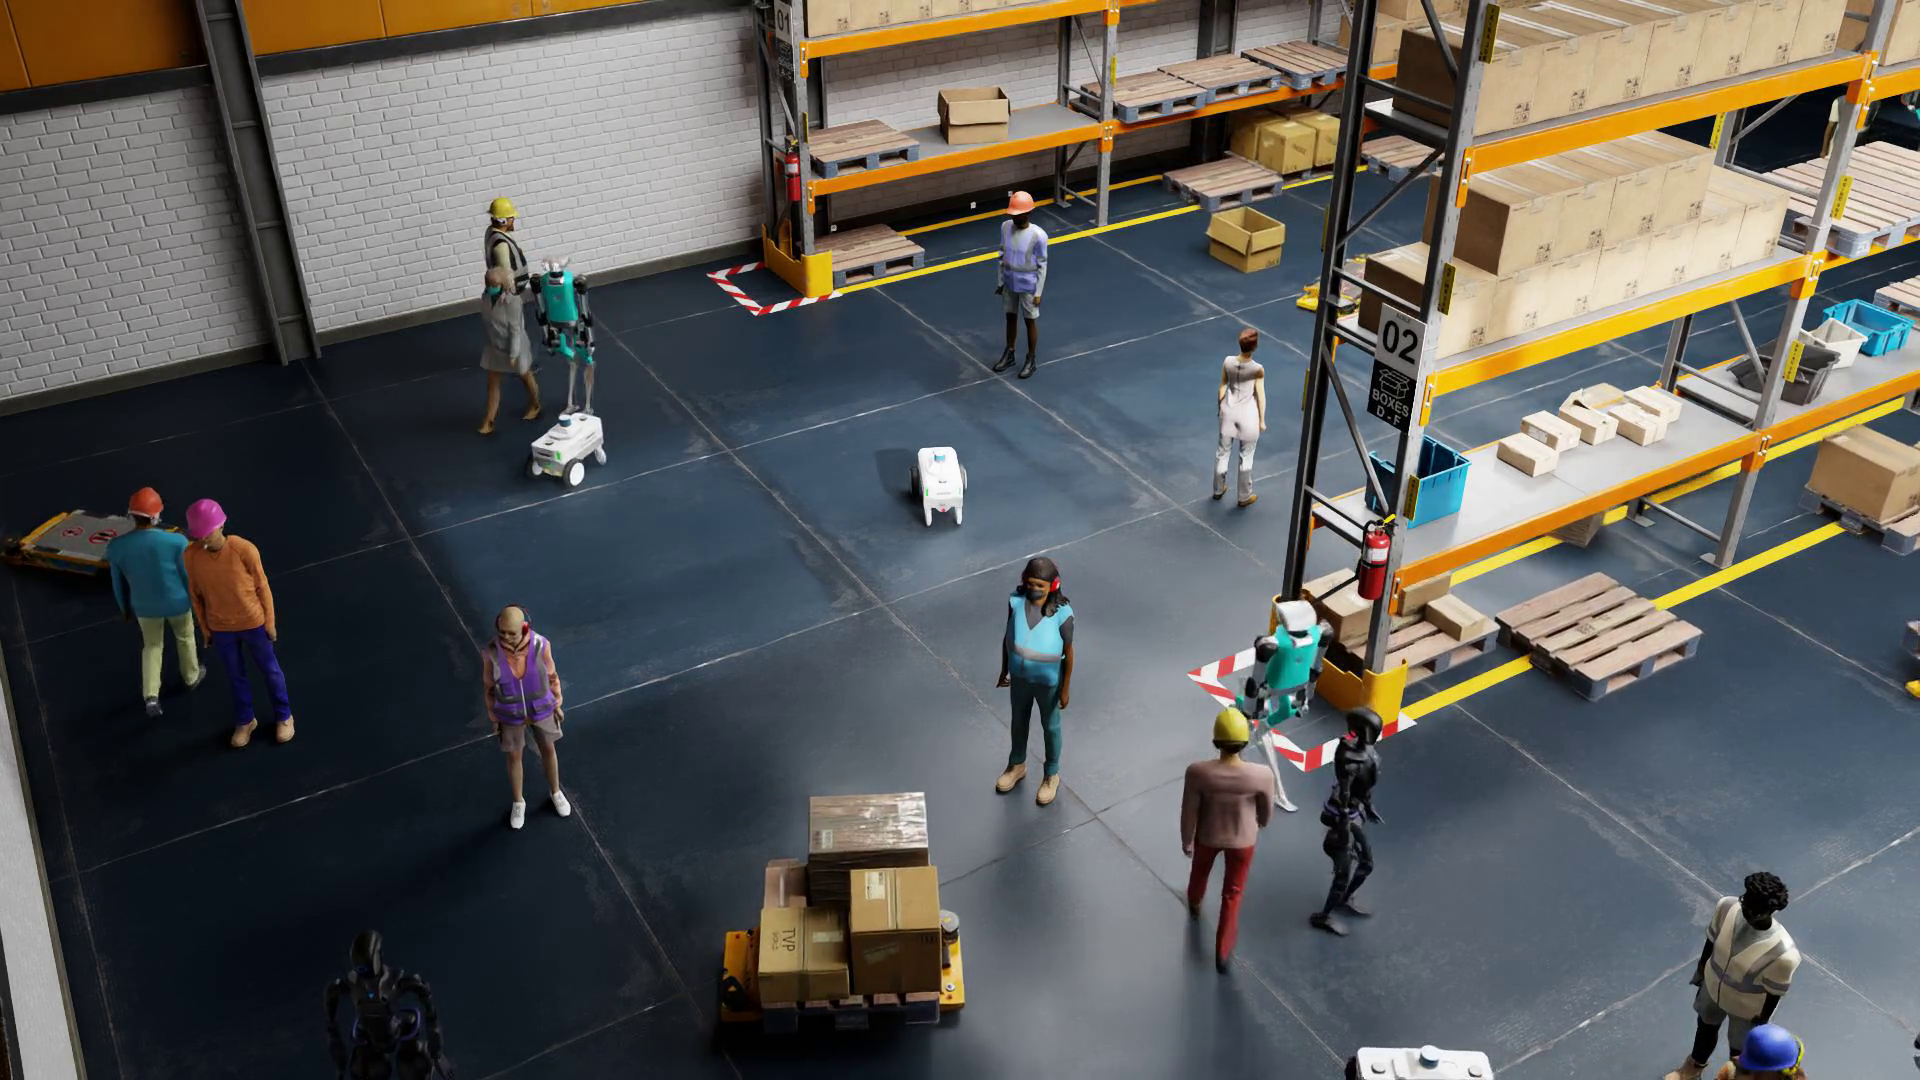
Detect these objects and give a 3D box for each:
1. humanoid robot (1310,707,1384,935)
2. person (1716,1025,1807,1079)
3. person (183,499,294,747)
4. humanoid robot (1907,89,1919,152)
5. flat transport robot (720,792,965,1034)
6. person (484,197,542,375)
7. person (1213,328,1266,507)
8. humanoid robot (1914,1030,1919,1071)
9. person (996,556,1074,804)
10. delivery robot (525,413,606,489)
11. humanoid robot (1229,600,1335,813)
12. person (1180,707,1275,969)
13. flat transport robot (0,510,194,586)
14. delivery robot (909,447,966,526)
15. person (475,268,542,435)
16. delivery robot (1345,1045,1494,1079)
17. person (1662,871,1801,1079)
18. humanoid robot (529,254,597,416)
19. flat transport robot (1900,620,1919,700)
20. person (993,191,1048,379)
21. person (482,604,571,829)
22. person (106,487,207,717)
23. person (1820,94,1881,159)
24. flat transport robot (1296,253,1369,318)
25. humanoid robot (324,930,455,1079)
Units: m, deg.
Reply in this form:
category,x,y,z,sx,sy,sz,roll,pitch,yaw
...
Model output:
category,x,y,z,sx,sy,sz,roll,pitch,yaw
humanoid robot,2.363,1.707,10.041,0.336,1.648,0.583,15,35,23
person,3.749,2.965,7.962,0.539,1.751,0.437,16,35,23
person,-5.027,0.574,11.557,0.516,1.982,0.388,-5,32,-7
humanoid robot,12.799,-5.686,21.792,0.554,1.819,0.671,-6,33,-9
flat transport robot,-0.705,2.556,10.007,1.431,0.231,0.659,-2,32,-3
person,-4.519,-2.556,16.702,0.403,1.817,0.603,-10,34,-16
person,2.444,-1.074,14.482,0.458,1.662,0.275,20,37,28
humanoid robot,5.245,2.610,8.557,0.770,1.807,0.543,-27,41,-36
person,0.509,0.919,11.116,0.520,1.866,0.392,15,35,23
delivery robot,-3.584,-0.831,15.158,0.514,0.613,0.785,14,35,21
humanoid robot,2.032,1.006,11.110,0.549,1.745,0.867,-10,34,-16
person,1.584,1.723,9.953,0.538,1.733,0.710,6,33,9
flat transport robot,-7.258,0.059,13.990,1.431,0.231,0.659,9,33,14
delivery robot,-0.178,-0.518,14.649,0.499,0.603,0.794,-3,32,-5
person,-4.302,-1.761,15.606,0.497,1.619,0.854,11,34,17
delivery robot,2.497,2.996,9.049,0.811,0.608,0.499,1,32,2
person,4.135,2.423,8.881,0.322,1.688,0.528,-14,35,-20
humanoid robot,-3.684,-1.973,15.831,0.530,1.747,0.736,1,32,2
flat transport robot,7.845,1.115,12.306,1.431,0.231,0.659,-8,33,-13
person,0.596,-2.546,16.574,0.542,1.939,0.359,20,37,29
person,-2.849,1.139,10.926,0.482,1.691,0.348,-10,34,-16
person,-5.761,0.474,11.968,0.585,1.719,0.694,-6,33,-9
person,10.748,-4.774,20.217,0.562,1.841,0.393,-1,32,-2
flat transport robot,4.405,-2.833,18.603,0.659,0.231,1.431,23,39,32
humanoid robot,-2.925,2.663,8.514,0.598,1.644,0.563,-5,32,-8
